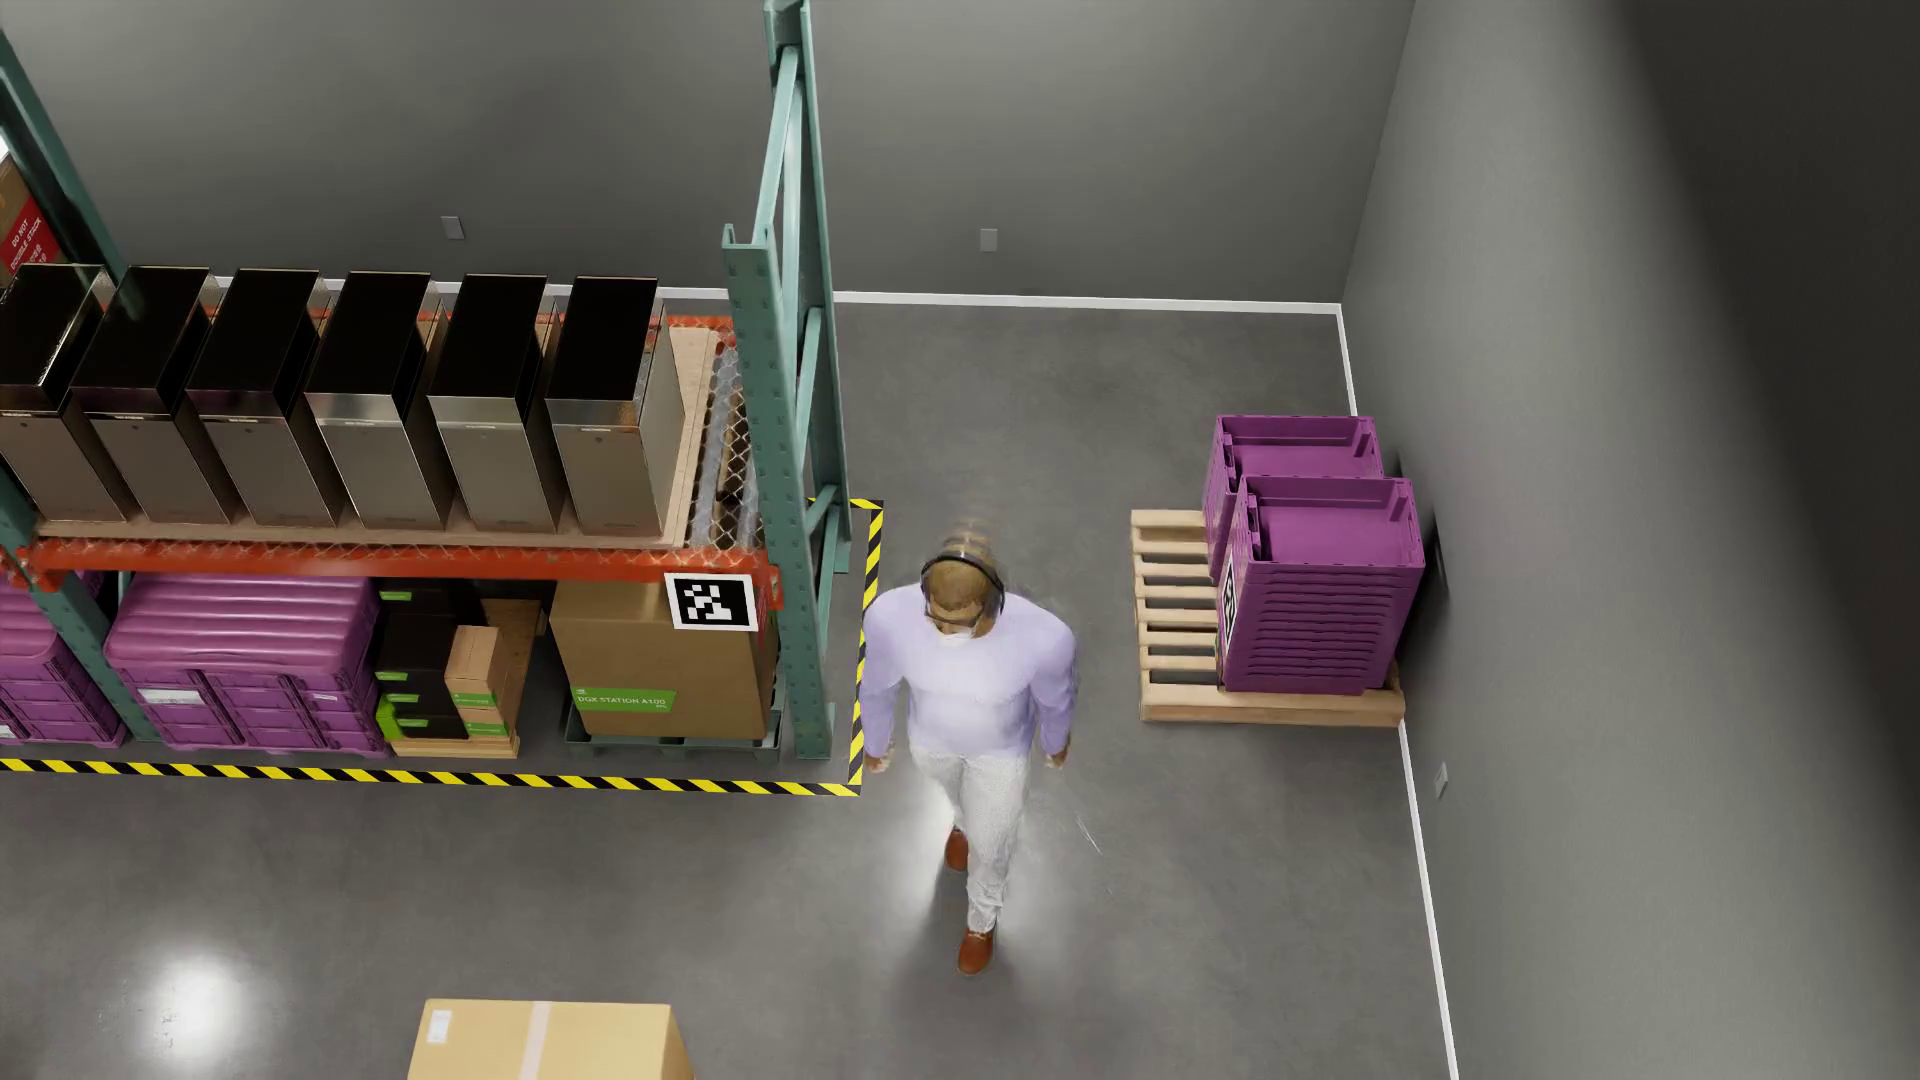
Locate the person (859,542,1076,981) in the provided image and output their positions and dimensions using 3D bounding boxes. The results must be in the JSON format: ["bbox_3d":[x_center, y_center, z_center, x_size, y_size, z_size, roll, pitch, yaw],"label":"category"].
[{"bbox_3d":[-0.008,0.680,5.174,0.652,1.911,0.839,12,53,9],"label":"person"}]
